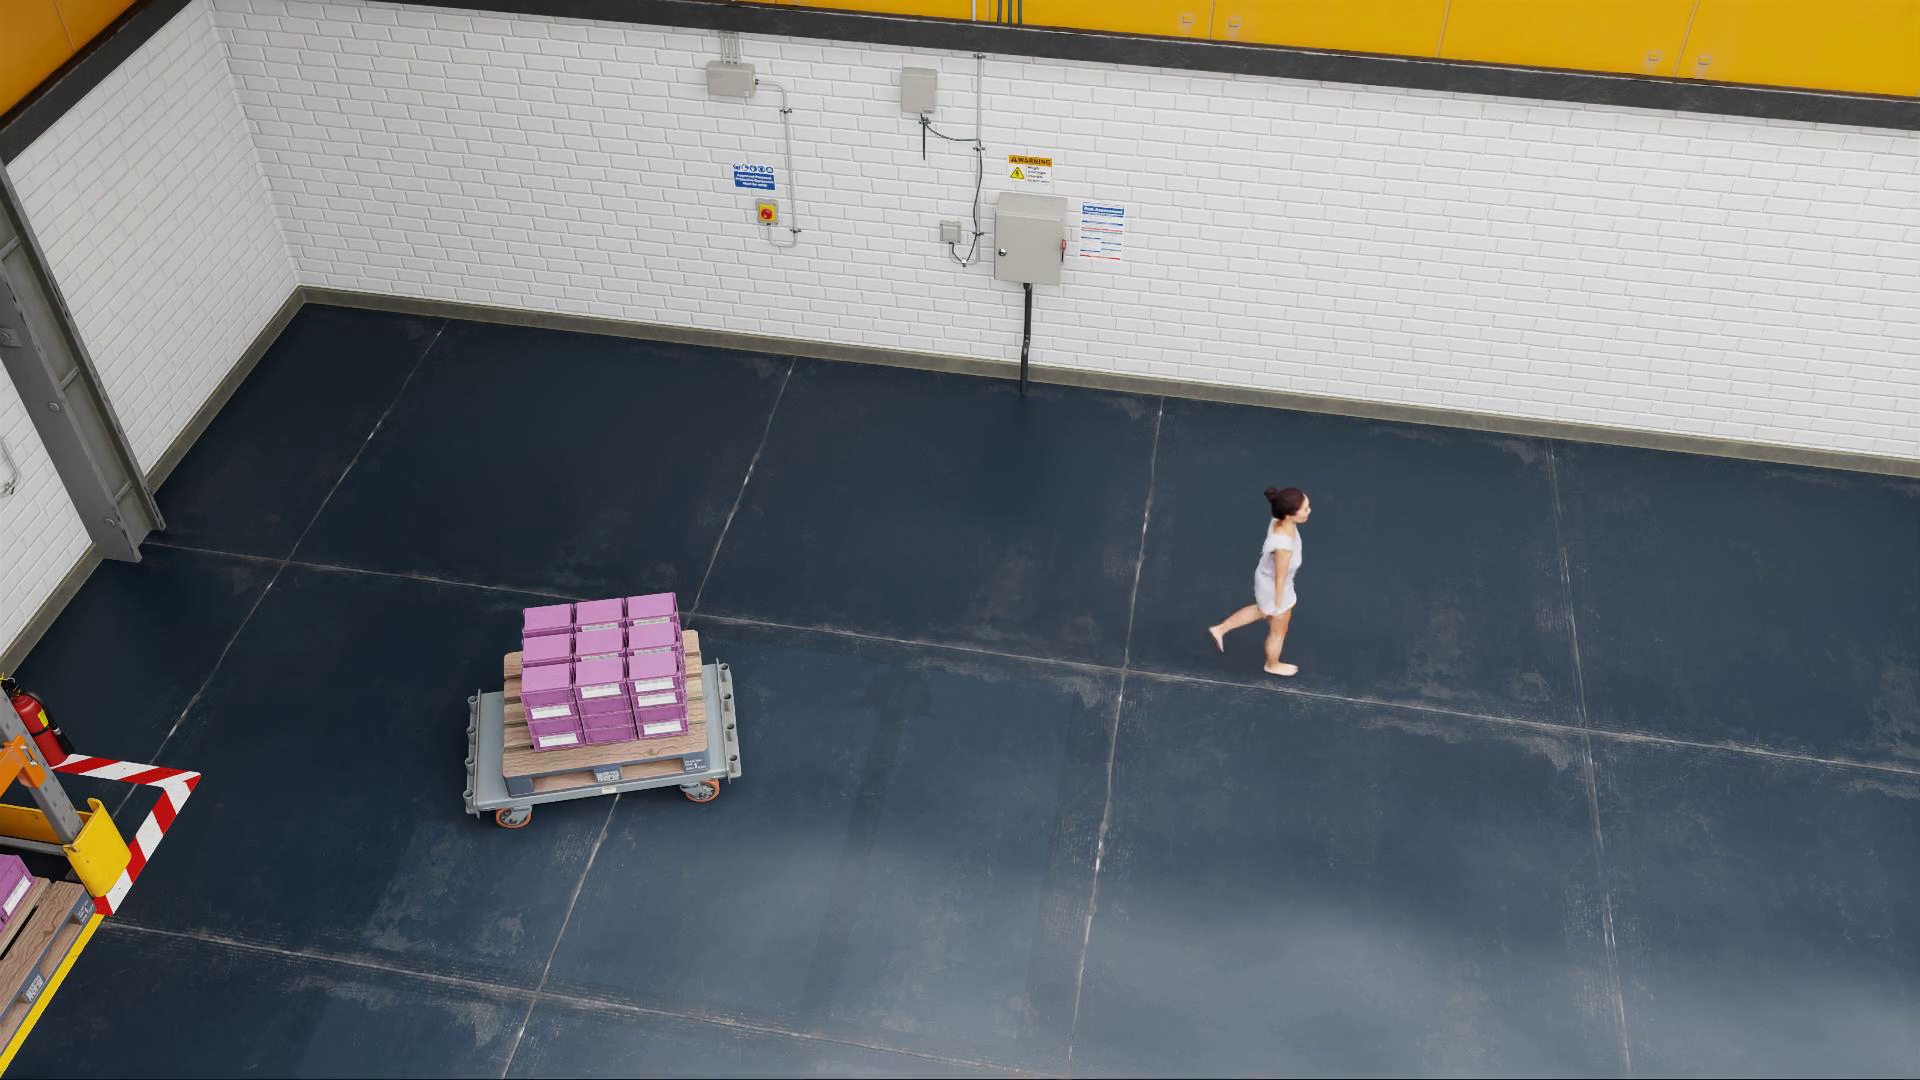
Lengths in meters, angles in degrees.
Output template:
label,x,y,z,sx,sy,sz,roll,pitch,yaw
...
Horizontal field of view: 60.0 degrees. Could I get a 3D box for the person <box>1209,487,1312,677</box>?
label,x,y,z,sx,sy,sz,roll,pitch,yaw
person,1.929,0.273,10.578,0.654,1.594,0.784,5,44,5
